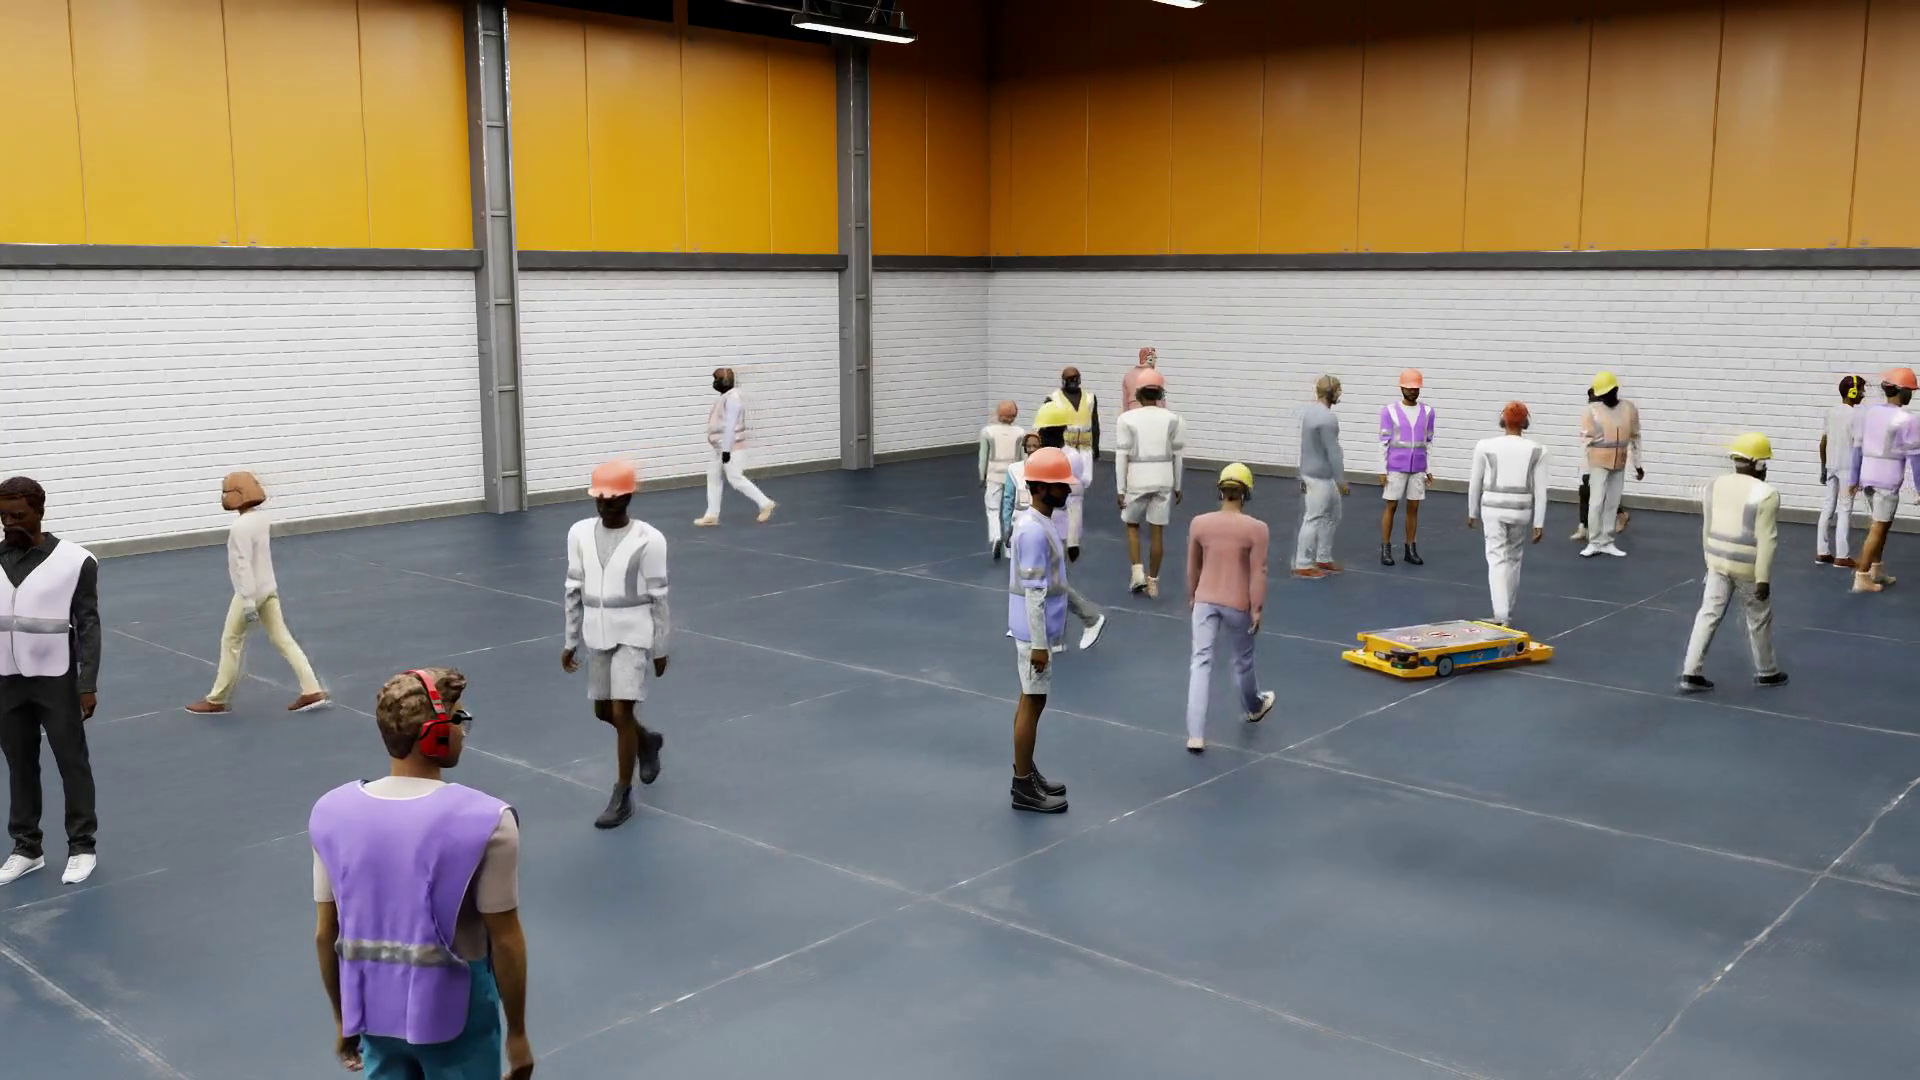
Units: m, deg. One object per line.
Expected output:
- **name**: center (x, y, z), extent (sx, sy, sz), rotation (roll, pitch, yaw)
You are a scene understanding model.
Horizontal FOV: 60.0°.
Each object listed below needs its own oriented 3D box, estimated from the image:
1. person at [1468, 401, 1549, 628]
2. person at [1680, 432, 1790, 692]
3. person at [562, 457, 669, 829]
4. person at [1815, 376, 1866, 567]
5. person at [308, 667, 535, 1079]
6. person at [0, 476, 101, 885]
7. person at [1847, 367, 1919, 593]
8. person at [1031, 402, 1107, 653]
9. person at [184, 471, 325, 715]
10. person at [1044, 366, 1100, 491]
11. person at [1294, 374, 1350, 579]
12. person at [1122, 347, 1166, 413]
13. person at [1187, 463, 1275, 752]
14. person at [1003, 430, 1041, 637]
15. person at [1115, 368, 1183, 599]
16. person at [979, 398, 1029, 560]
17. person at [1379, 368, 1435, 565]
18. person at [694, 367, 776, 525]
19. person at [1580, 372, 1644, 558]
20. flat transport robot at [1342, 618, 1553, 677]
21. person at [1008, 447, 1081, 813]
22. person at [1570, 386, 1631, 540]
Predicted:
- **person**: center (4.380, -0.191, 13.301), extent (0.575, 1.846, 0.951), rotation (1, 9, 8)
- **person**: center (5.293, 0.155, 11.295), extent (0.915, 1.788, 0.607), rotation (-4, 10, -26)
- **person**: center (-1.763, 0.493, 8.788), extent (0.554, 1.912, 0.813), rotation (3, 10, 19)
- **person**: center (8.605, -0.667, 16.204), extent (0.331, 1.865, 0.519), rotation (-2, 9, -14)
- **person**: center (-1.375, 1.244, 4.270), extent (0.565, 1.841, 0.396), rotation (2, 9, 12)
- **person**: center (-4.304, 0.650, 7.772), extent (0.593, 1.917, 0.391), rotation (0, 9, -2)
- **person**: center (8.310, -0.523, 14.822), extent (0.771, 2.015, 0.623), rotation (-2, 9, -12)
- **person**: center (0.759, -0.074, 12.352), extent (0.510, 1.912, 0.586), rotation (-3, 9, -16)
- **person**: center (-4.550, 0.344, 10.718), extent (0.871, 1.586, 0.519), rotation (0, 9, -1)
- **person**: center (1.250, -1.062, 18.806), extent (0.640, 1.825, 0.618), rotation (-3, 9, -16)
- **person**: center (3.432, -0.572, 15.463), extent (0.680, 1.916, 0.633), rotation (0, 9, 1)
- **person**: center (2.423, -1.552, 21.640), extent (0.639, 1.904, 0.402), rotation (9, 13, 44)
- **person**: center (1.618, 0.388, 10.080), extent (0.554, 1.700, 0.998), rotation (4, 10, 26)
- **person**: center (0.588, -0.047, 13.011), extent (0.514, 1.641, 0.309), rotation (2, 9, 12)
- **person**: center (1.660, -0.489, 14.609), extent (0.627, 2.021, 0.467), rotation (-1, 9, -4)
- **person**: center (0.439, -0.578, 16.377), extent (0.513, 1.627, 0.594), rotation (0, 9, 0)
- **person**: center (4.371, -0.712, 16.249), extent (0.549, 1.936, 0.377), rotation (-1, 9, -5)
- **person**: center (-2.564, -1.058, 18.829), extent (0.852, 1.812, 0.623), rotation (-4, 10, -22)
- **person**: center (6.496, -0.750, 16.669), extent (0.650, 1.882, 0.443), rotation (-2, 9, -11)
- **flat transport robot**: center (3.557, 0.775, 12.126), extent (1.431, 0.197, 0.652), rotation (-5, 10, -27)
- **person**: center (0.446, 0.468, 8.845), extent (0.375, 1.935, 0.551), rotation (1, 9, 3)
- **person**: center (6.871, -0.826, 17.803), extent (0.636, 1.677, 0.542), rotation (-4, 10, -25)
